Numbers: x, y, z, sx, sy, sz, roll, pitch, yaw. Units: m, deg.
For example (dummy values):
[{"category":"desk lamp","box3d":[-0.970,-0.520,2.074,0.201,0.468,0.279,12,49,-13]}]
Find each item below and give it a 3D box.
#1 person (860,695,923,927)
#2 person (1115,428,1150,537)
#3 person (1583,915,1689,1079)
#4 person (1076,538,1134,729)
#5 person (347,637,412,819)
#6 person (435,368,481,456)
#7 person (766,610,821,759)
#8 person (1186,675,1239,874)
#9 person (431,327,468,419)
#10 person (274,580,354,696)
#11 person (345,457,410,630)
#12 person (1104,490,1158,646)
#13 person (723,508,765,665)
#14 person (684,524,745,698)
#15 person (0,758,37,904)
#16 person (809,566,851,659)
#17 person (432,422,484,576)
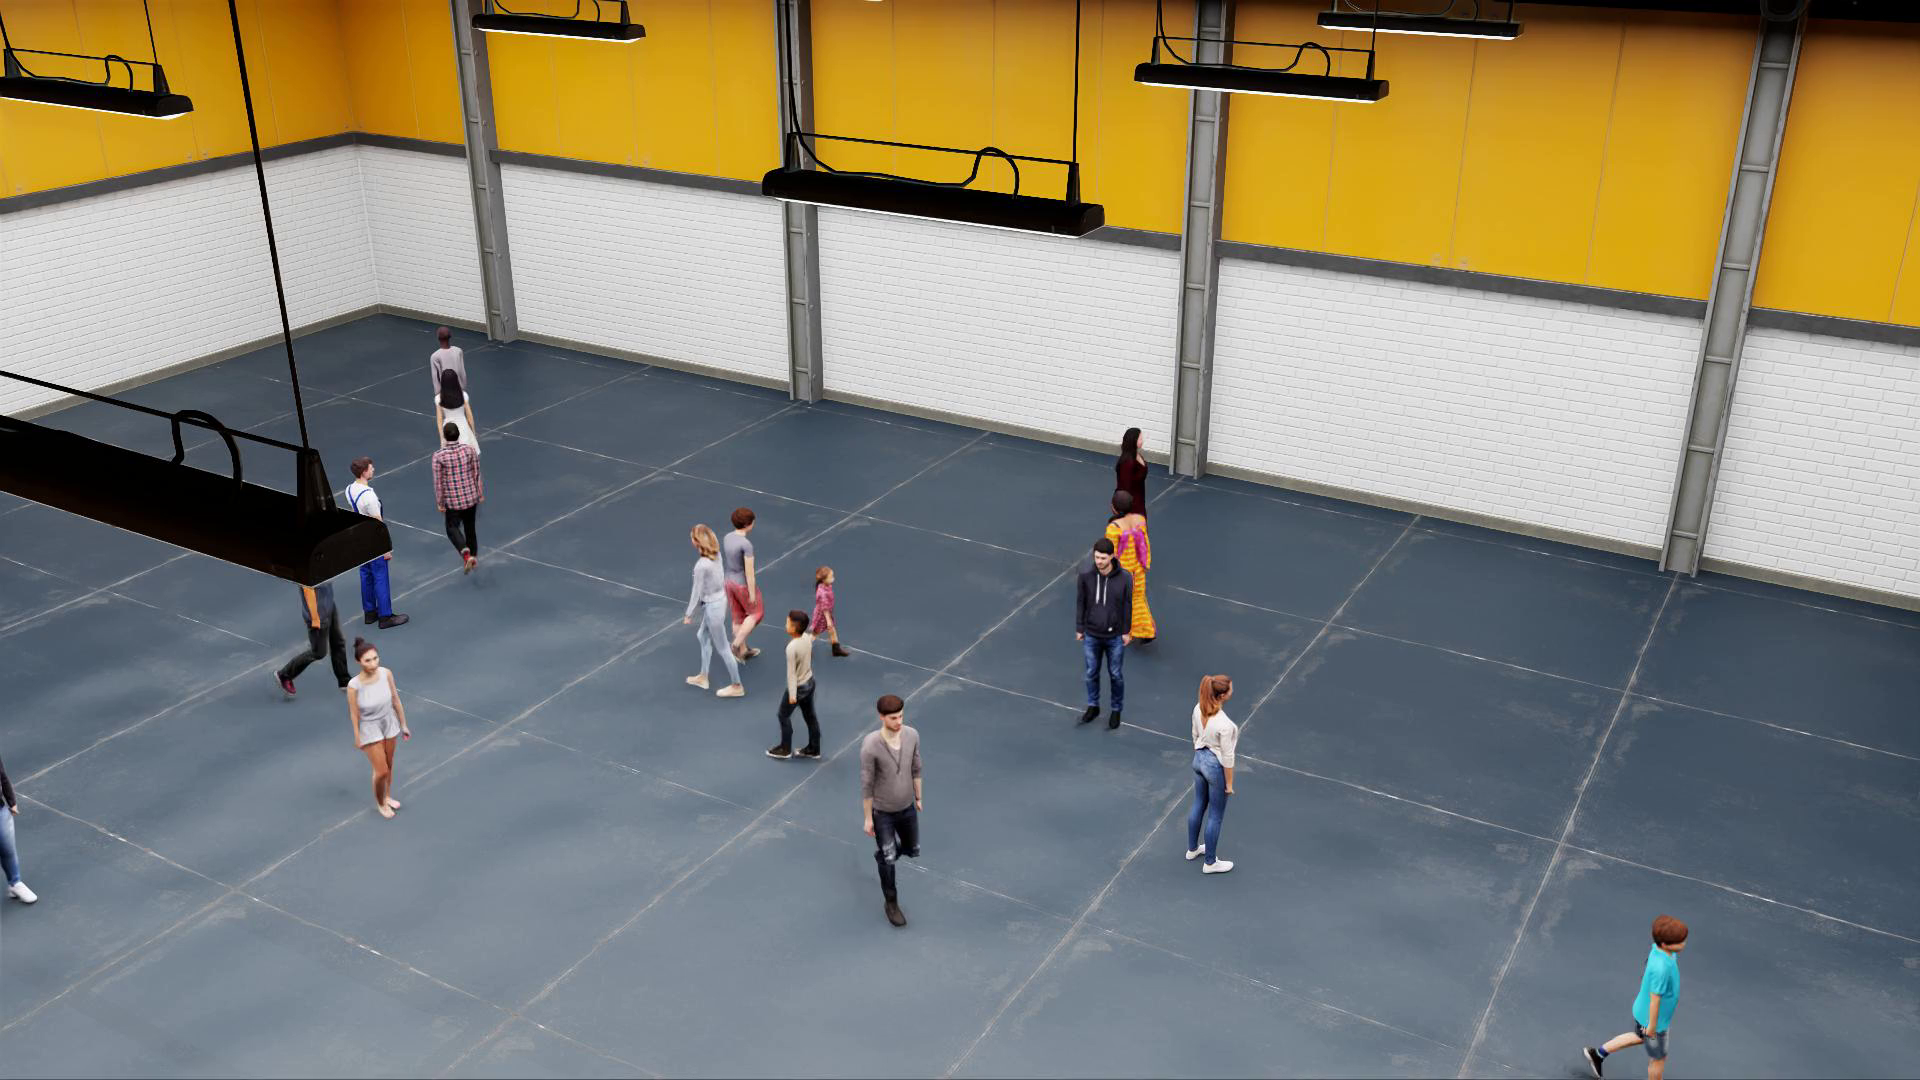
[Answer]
[{"category":"person","box3d":[-0.560,1.996,12.671,0.929,1.887,1.036,-13,27,-27]},{"category":"person","box3d":[1.788,-0.406,18.341,0.791,1.746,0.775,5,24,11]},{"category":"person","box3d":[4.465,3.038,10.851,0.902,1.435,0.629,8,25,18]},{"category":"person","box3d":[1.345,0.826,15.350,0.611,1.885,0.788,7,25,15]},{"category":"person","box3d":[-4.962,1.557,14.028,0.584,1.603,0.585,16,28,33]},{"category":"person","box3d":[-6.071,-1.184,20.116,0.984,1.751,1.068,-8,25,-17]},{"category":"person","box3d":[-1.362,1.315,14.772,0.732,1.453,0.633,10,25,21]},{"category":"person","box3d":[2.003,1.837,13.244,0.750,1.719,0.638,-12,26,-25]},{"category":"person","box3d":[-6.678,-1.949,21.839,0.667,1.772,0.626,-22,32,-40]},{"category":"person","box3d":[-6.187,0.677,15.813,1.156,1.787,1.051,-4,24,-9]},{"category":"person","box3d":[-6.118,0.012,17.255,0.535,1.850,0.712,17,29,33]},{"category":"person","box3d":[1.706,0.294,16.869,1.025,1.643,1.235,-13,27,-27]},{"category":"person","box3d":[-2.230,0.491,16.429,0.730,1.634,0.712,21,31,39]},{"category":"person","box3d":[-2.254,0.701,15.784,0.927,1.768,0.743,4,24,10]},{"category":"person","box3d":[-7.467,2.125,12.700,0.576,1.628,0.642,16,28,32]},{"category":"person","box3d":[-1.409,0.732,16.651,0.791,1.015,0.619,2,24,4]},{"category":"person","box3d":[-5.526,-0.449,18.441,0.896,1.745,1.003,-15,28,-31]}]
